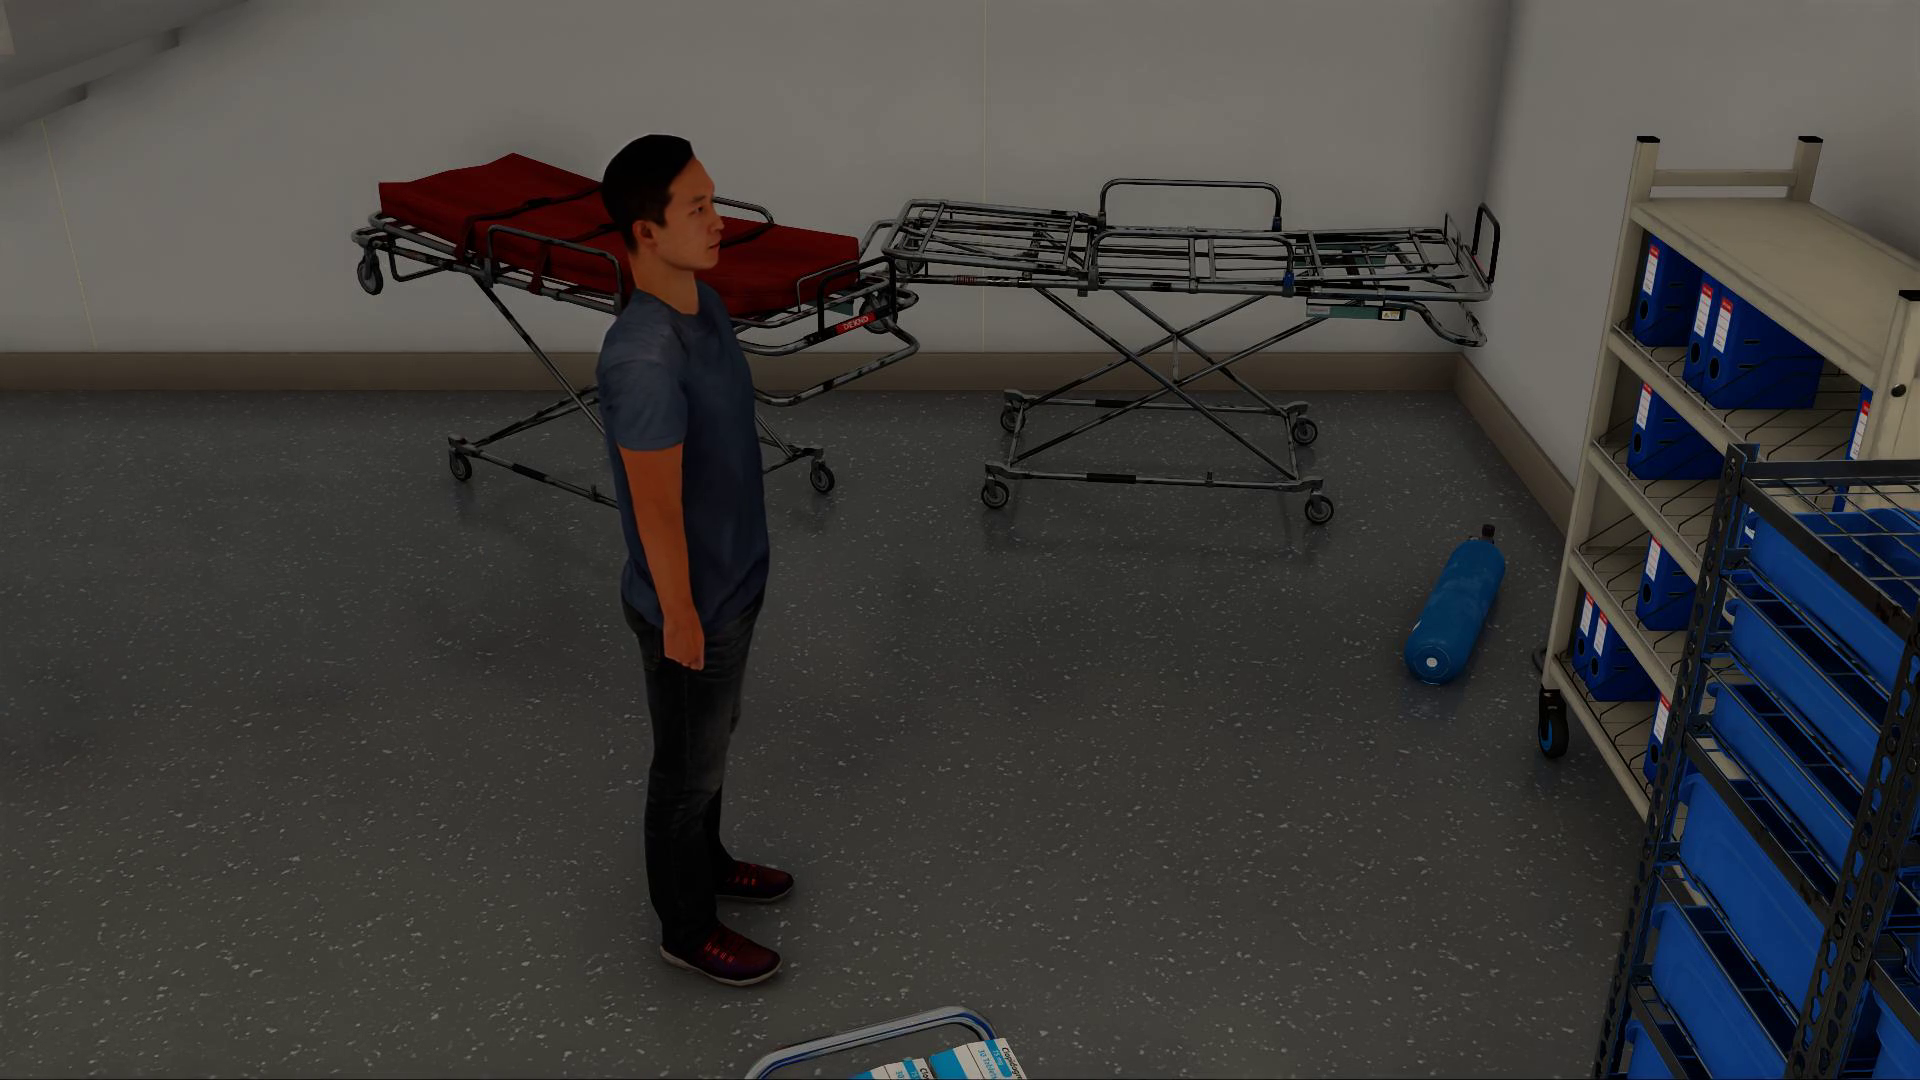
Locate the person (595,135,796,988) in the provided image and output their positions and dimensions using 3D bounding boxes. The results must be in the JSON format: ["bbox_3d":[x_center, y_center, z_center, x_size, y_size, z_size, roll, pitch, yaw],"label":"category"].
[{"bbox_3d":[-0.560,0.070,3.442,0.542,1.810,0.665,2,26,3],"label":"person"}]
